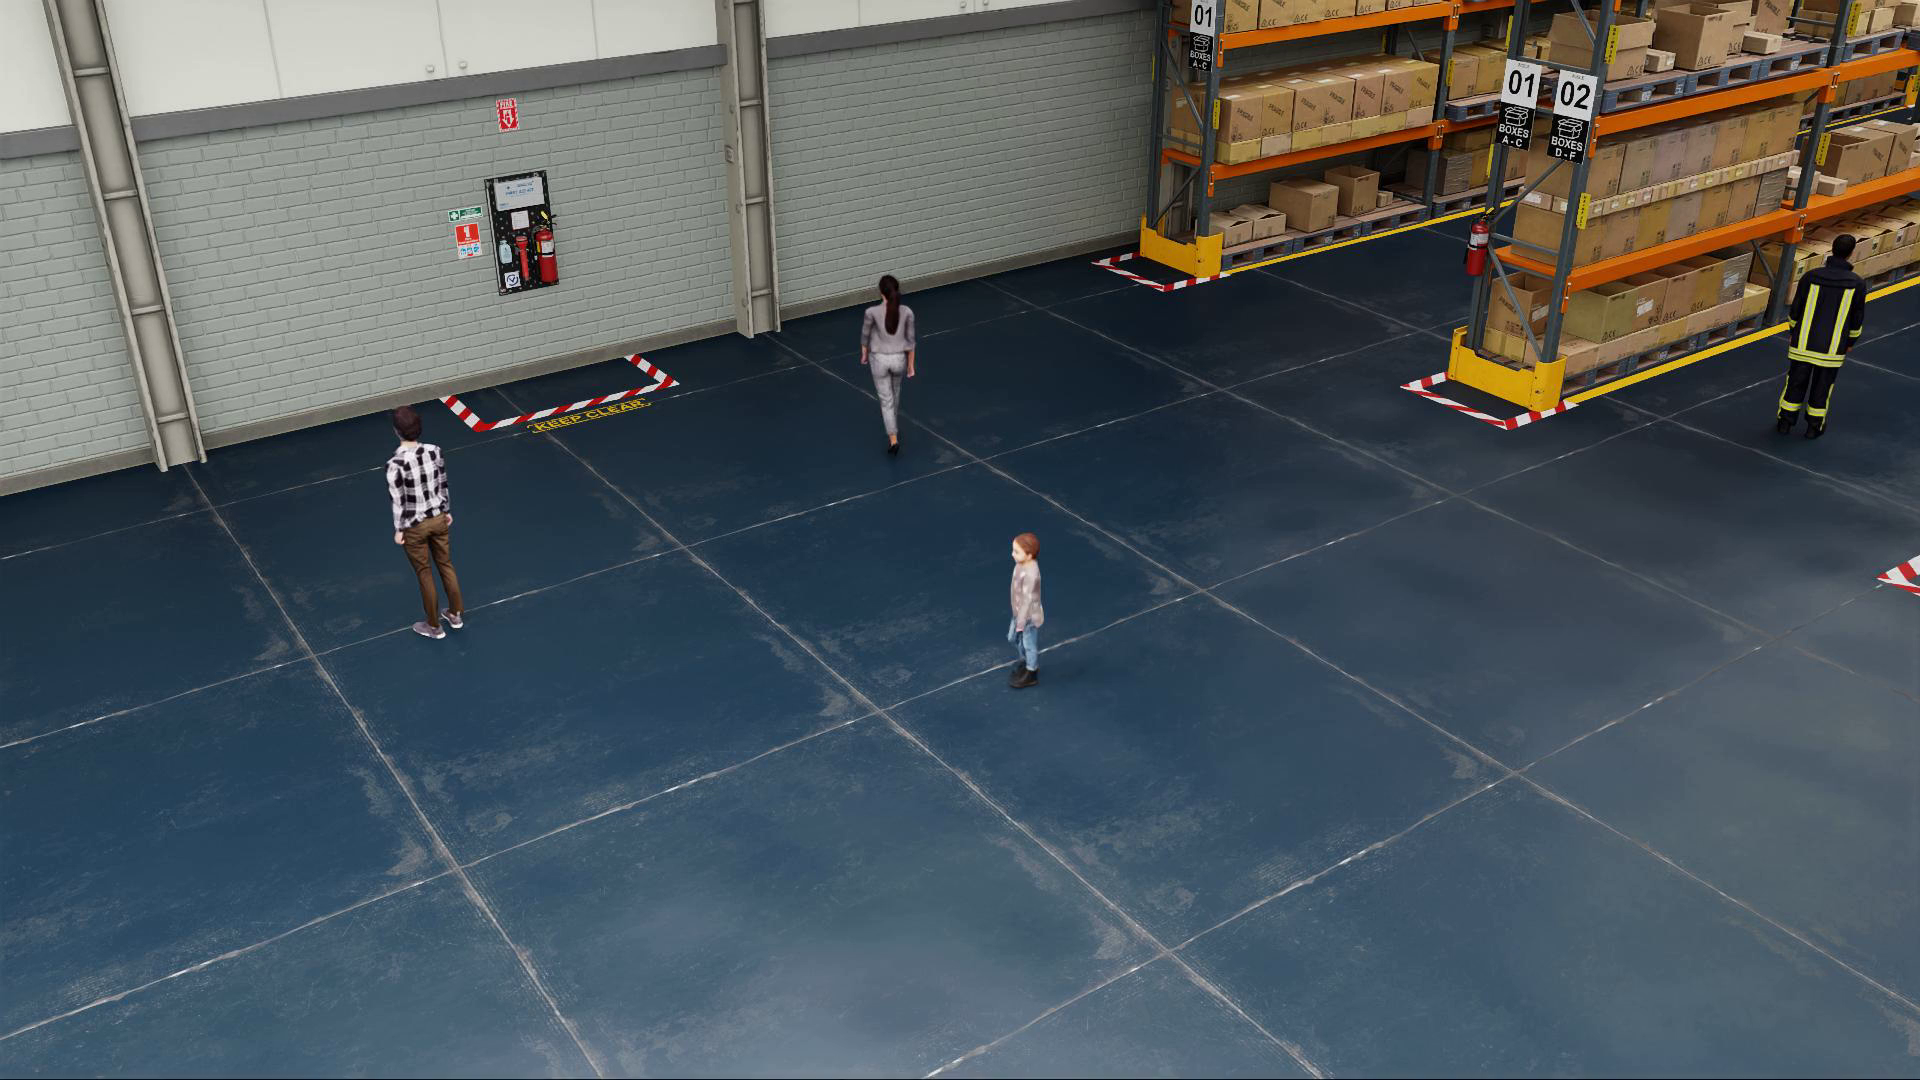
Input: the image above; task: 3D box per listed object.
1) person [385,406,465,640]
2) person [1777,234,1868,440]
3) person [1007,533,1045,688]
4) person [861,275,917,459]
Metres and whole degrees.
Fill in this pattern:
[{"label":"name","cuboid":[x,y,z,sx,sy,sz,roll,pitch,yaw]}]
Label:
[{"label":"person","cuboid":[-3.895,-0.135,12.083,0.746,1.808,0.573,20,33,33]},{"label":"person","cuboid":[7.950,-1.884,15.349,0.874,1.928,0.832,16,31,28]},{"label":"person","cuboid":[0.511,0.488,11.551,0.540,1.187,0.532,-7,28,-13]},{"label":"person","cuboid":[-0.630,-1.525,14.969,1.080,1.638,0.914,-7,28,-14]}]
